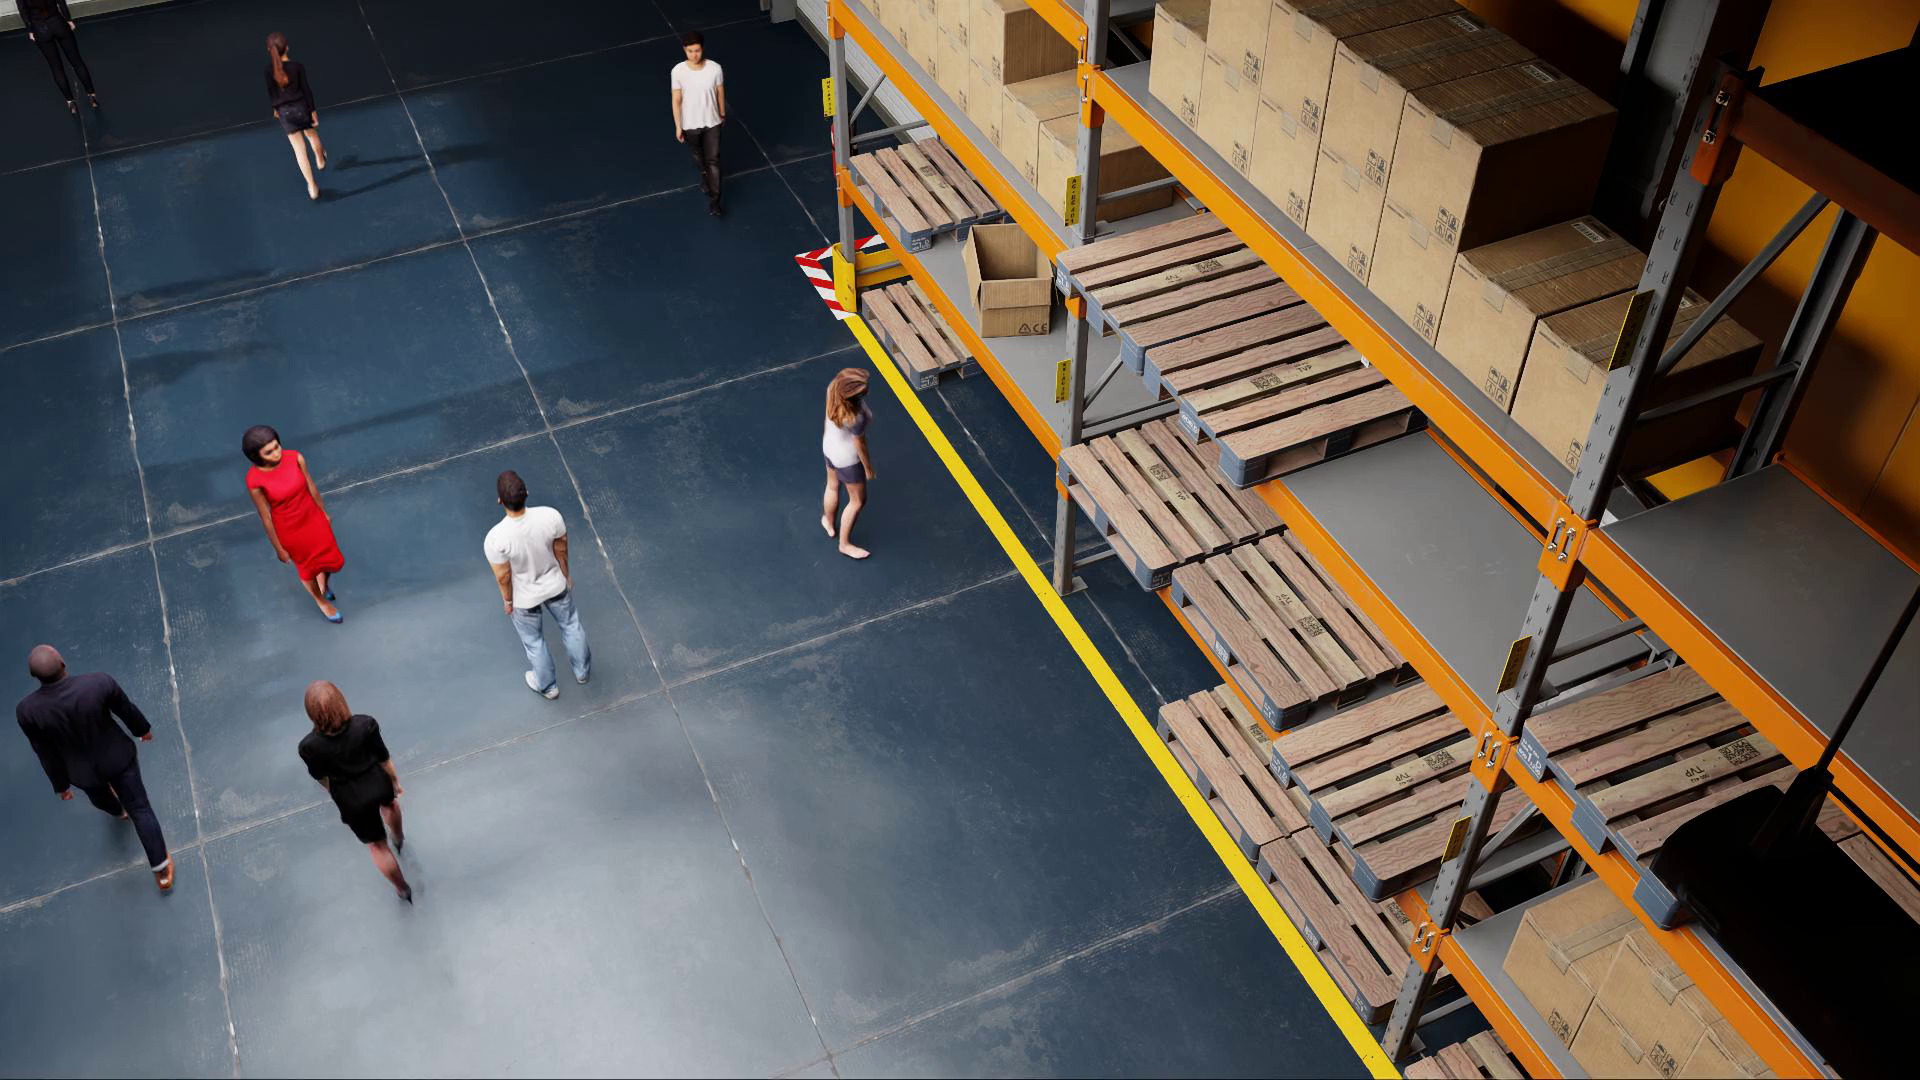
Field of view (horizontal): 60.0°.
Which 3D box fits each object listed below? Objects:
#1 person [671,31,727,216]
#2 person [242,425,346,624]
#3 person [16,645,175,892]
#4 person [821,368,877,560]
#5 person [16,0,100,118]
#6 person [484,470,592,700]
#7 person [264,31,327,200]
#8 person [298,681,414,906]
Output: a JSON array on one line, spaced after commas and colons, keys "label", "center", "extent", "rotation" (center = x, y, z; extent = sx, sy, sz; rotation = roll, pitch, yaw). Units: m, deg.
[{"label": "person", "center": [-2.363, -3.861, 15.128], "extent": [0.856, 1.681, 1.154], "rotation": [-4, 44, -4]}, {"label": "person", "center": [-4.483, -0.119, 11.162], "extent": [0.774, 1.735, 0.728], "rotation": [30, 51, 28]}, {"label": "person", "center": [-4.935, 1.354, 9.591], "extent": [0.795, 1.769, 1.188], "rotation": [-22, 48, -21]}, {"label": "person", "center": [-0.868, -0.619, 11.717], "extent": [0.835, 1.693, 0.513], "rotation": [-34, 53, -30]}, {"label": "person", "center": [-8.895, -4.992, 16.293], "extent": [0.600, 1.712, 0.530], "rotation": [-24, 49, -23]}, {"label": "person", "center": [-2.704, 0.295, 10.631], "extent": [0.712, 1.866, 0.629], "rotation": [-26, 50, -25]}, {"label": "person", "center": [-6.100, -3.875, 15.260], "extent": [0.646, 1.519, 1.068], "rotation": [-12, 45, -12]}, {"label": "person", "center": [-3.366, 1.506, 9.495], "extent": [0.668, 1.682, 0.851], "rotation": [-24, 49, -23]}]
